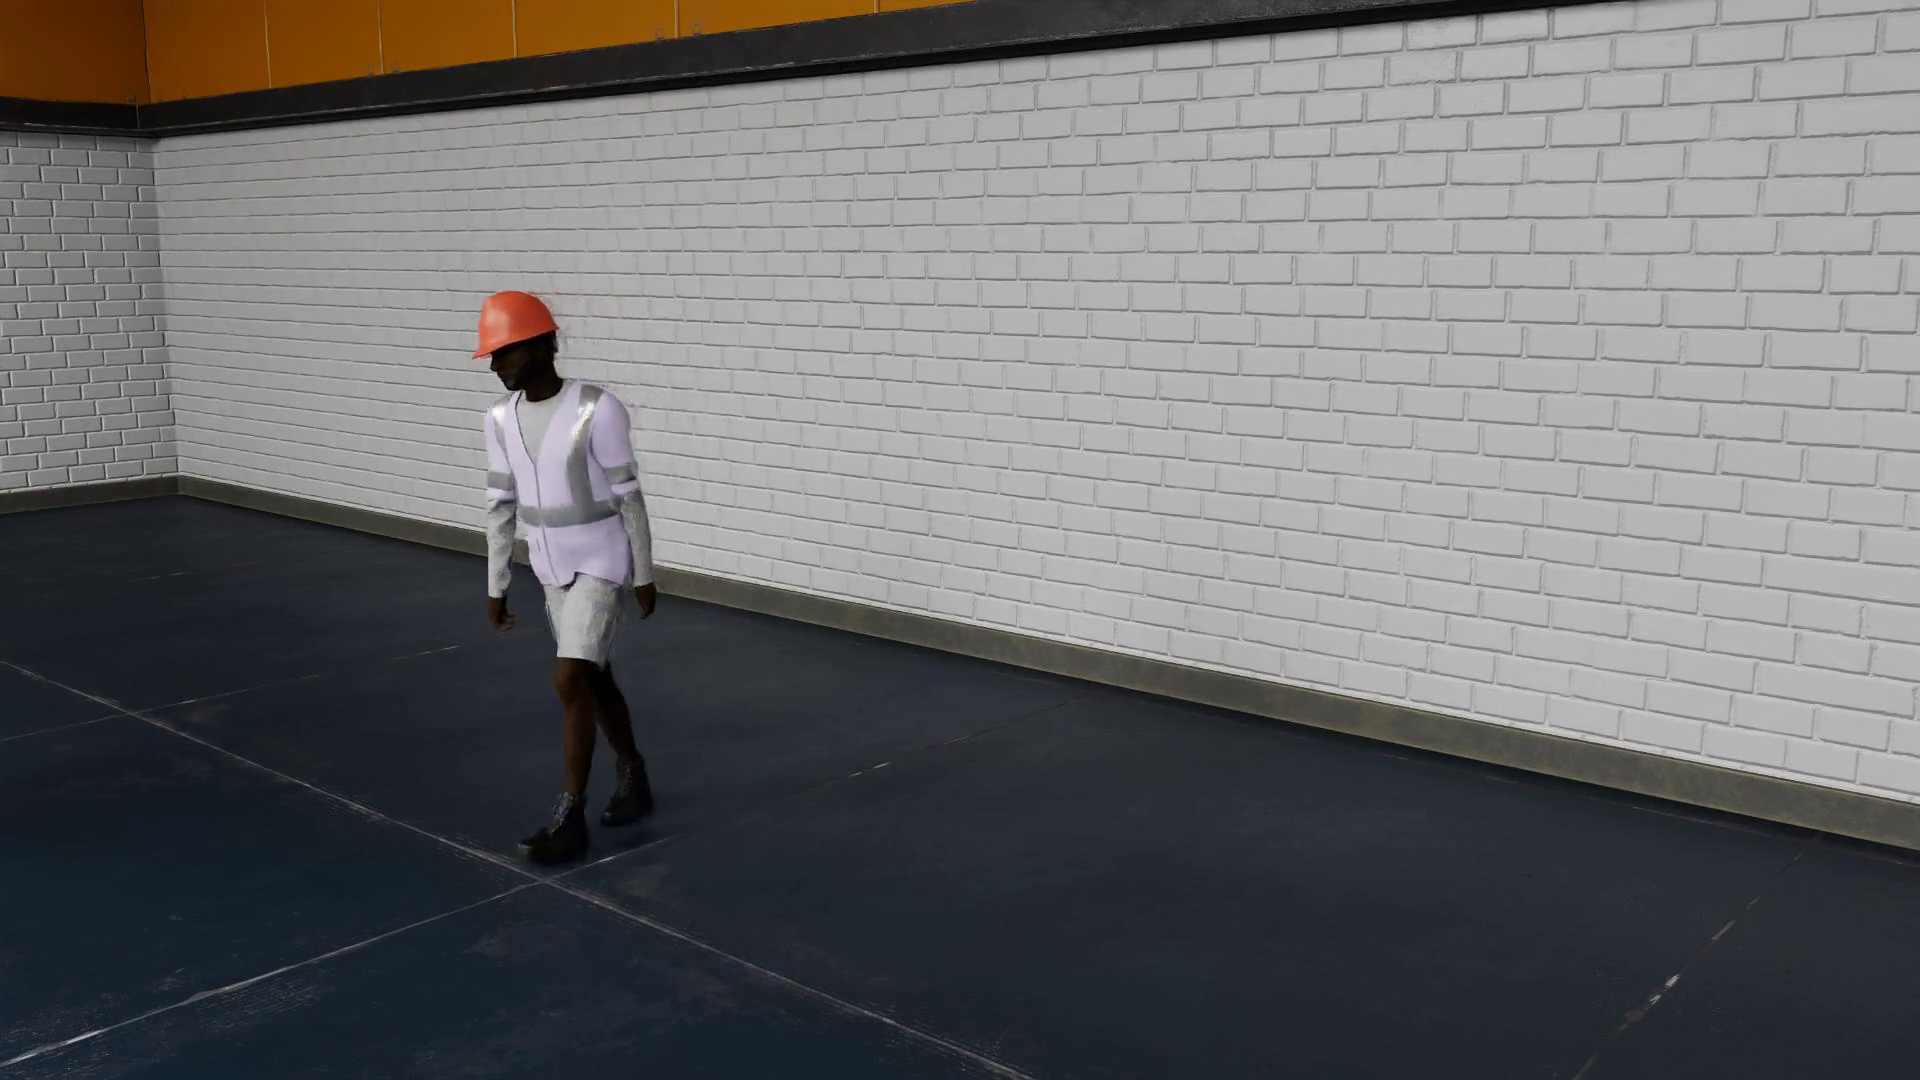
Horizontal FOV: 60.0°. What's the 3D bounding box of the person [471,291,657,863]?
[{"bbox_3d":[-1.352,0.111,5.608,0.550,1.876,0.870,6,12,30],"label":"person"}]
